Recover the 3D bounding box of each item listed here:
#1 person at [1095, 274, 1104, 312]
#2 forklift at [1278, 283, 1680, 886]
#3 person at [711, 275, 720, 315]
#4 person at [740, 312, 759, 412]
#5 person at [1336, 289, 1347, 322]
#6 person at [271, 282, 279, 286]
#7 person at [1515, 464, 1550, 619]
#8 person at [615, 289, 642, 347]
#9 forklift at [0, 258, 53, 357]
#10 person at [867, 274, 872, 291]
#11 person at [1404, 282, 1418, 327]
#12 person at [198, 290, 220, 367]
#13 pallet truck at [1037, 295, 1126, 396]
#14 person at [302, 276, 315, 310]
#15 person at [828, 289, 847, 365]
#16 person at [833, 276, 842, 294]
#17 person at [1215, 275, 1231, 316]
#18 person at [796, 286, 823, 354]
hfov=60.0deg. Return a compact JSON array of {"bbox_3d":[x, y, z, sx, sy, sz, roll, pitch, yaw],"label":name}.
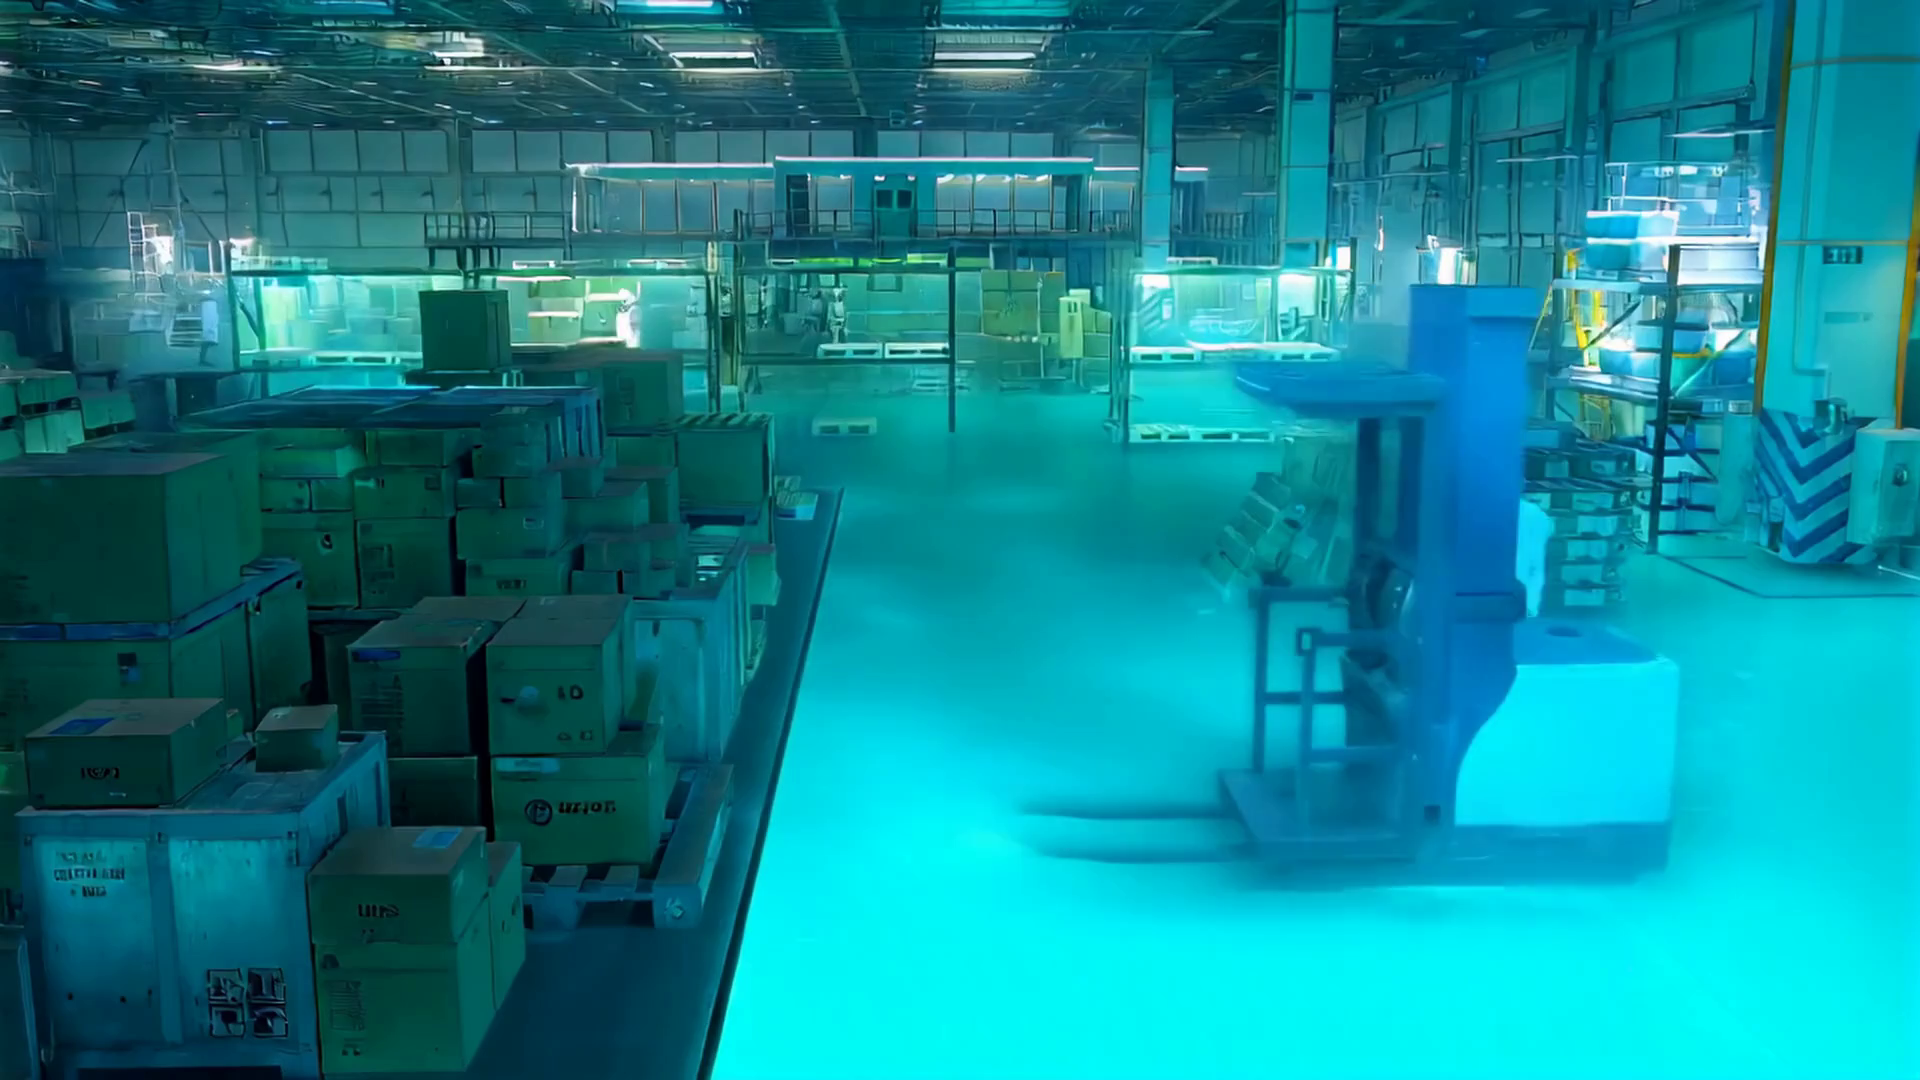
[{"bbox_3d":[4.904,-8.281,57.839,0.390,1.910,0.585,-6,12,-29],"label":"person"},{"bbox_3d":[2.428,0.159,8.094,1.873,2.768,1.129,0,10,-2],"label":"forklift"},{"bbox_3d":[-8.137,-7.916,55.667,0.975,1.964,0.620,-2,10,-11],"label":"person"},{"bbox_3d":[-3.491,-2.865,27.779,0.328,1.865,0.517,2,10,9],"label":"person"},{"bbox_3d":[9.473,-5.328,41.500,0.336,1.864,0.521,-1,10,-3],"label":"person"},{"bbox_3d":[-20.864,-6.989,50.903,0.627,1.800,0.807,1,10,8],"label":"person"},{"bbox_3d":[2.897,0.475,9.010,0.625,1.919,0.599,-1,10,-4],"label":"person"},{"bbox_3d":[-7.246,-4.540,36.613,0.694,2.000,0.872,7,12,35],"label":"person"},{"bbox_3d":[-11.862,-2.170,21.070,1.873,2.768,1.129,0,10,-2],"label":"forklift"},{"bbox_3d":[-3.350,-8.487,58.931,0.542,1.928,0.400,-3,11,-16],"label":"person"},{"bbox_3d":[13.955,-7.005,51.065,0.639,1.795,0.976,1,10,7],"label":"person"},{"bbox_3d":[-18.209,-5.146,40.486,0.614,1.858,0.978,5,11,26],"label":"person"},{"bbox_3d":[2.483,-3.881,33.060,1.885,1.965,0.823,-7,13,-36],"label":"pallet truck"},{"bbox_3d":[-24.871,-9.189,63.429,0.491,1.717,0.768,-1,10,-7],"label":"person"},{"bbox_3d":[-3.021,-5.261,41.100,0.571,1.868,0.427,-8,13,-37],"label":"person"},{"bbox_3d":[-4.305,-8.151,57.226,0.780,1.864,0.573,-2,10,-8],"label":"person"},{"bbox_3d":[10.083,-9.241,63.429,0.536,1.802,0.903,-6,12,-30],"label":"person"},{"bbox_3d":[-3.886,-5.737,43.730,1.021,1.889,0.656,8,13,39],"label":"person"}]
